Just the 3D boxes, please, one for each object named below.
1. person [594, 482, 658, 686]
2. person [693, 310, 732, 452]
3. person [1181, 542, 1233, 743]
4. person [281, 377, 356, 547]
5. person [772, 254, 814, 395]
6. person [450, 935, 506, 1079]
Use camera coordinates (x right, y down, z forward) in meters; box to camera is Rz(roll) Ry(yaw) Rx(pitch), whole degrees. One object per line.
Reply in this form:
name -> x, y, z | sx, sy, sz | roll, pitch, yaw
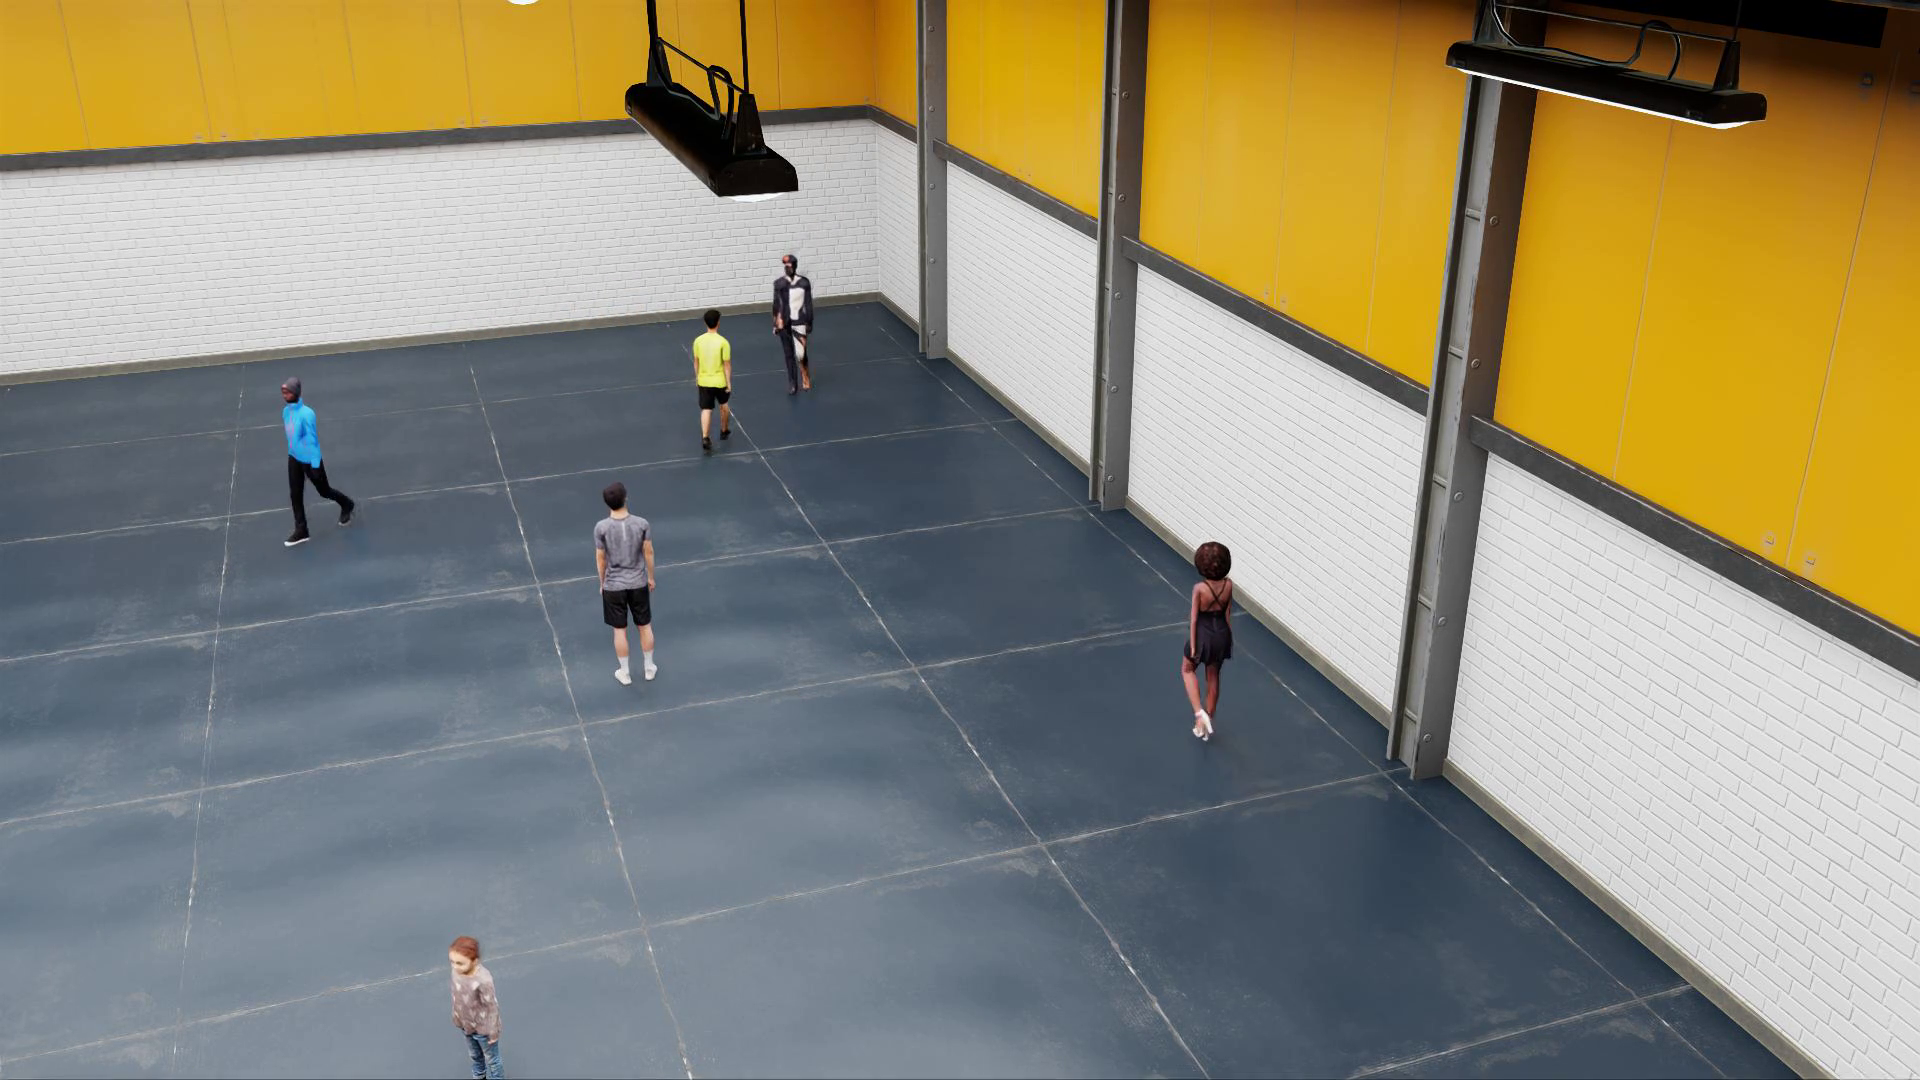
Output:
person -> -2.928, 0.381, 14.587 | 0.648, 1.872, 0.546 | -7, 25, -16
person -> -2.994, -1.895, 20.041 | 0.902, 1.674, 1.167 | 1, 24, 3
person -> 2.066, 0.876, 13.574 | 0.573, 1.778, 0.679 | -7, 25, -15
person -> -6.825, -0.863, 17.566 | 1.113, 1.767, 1.154 | 11, 26, 24
person -> -2.197, -2.874, 22.024 | 0.786, 1.881, 0.798 | 3, 24, 6
person -> -2.846, 2.835, 9.820 | 0.550, 1.194, 0.621 | 13, 27, 27
